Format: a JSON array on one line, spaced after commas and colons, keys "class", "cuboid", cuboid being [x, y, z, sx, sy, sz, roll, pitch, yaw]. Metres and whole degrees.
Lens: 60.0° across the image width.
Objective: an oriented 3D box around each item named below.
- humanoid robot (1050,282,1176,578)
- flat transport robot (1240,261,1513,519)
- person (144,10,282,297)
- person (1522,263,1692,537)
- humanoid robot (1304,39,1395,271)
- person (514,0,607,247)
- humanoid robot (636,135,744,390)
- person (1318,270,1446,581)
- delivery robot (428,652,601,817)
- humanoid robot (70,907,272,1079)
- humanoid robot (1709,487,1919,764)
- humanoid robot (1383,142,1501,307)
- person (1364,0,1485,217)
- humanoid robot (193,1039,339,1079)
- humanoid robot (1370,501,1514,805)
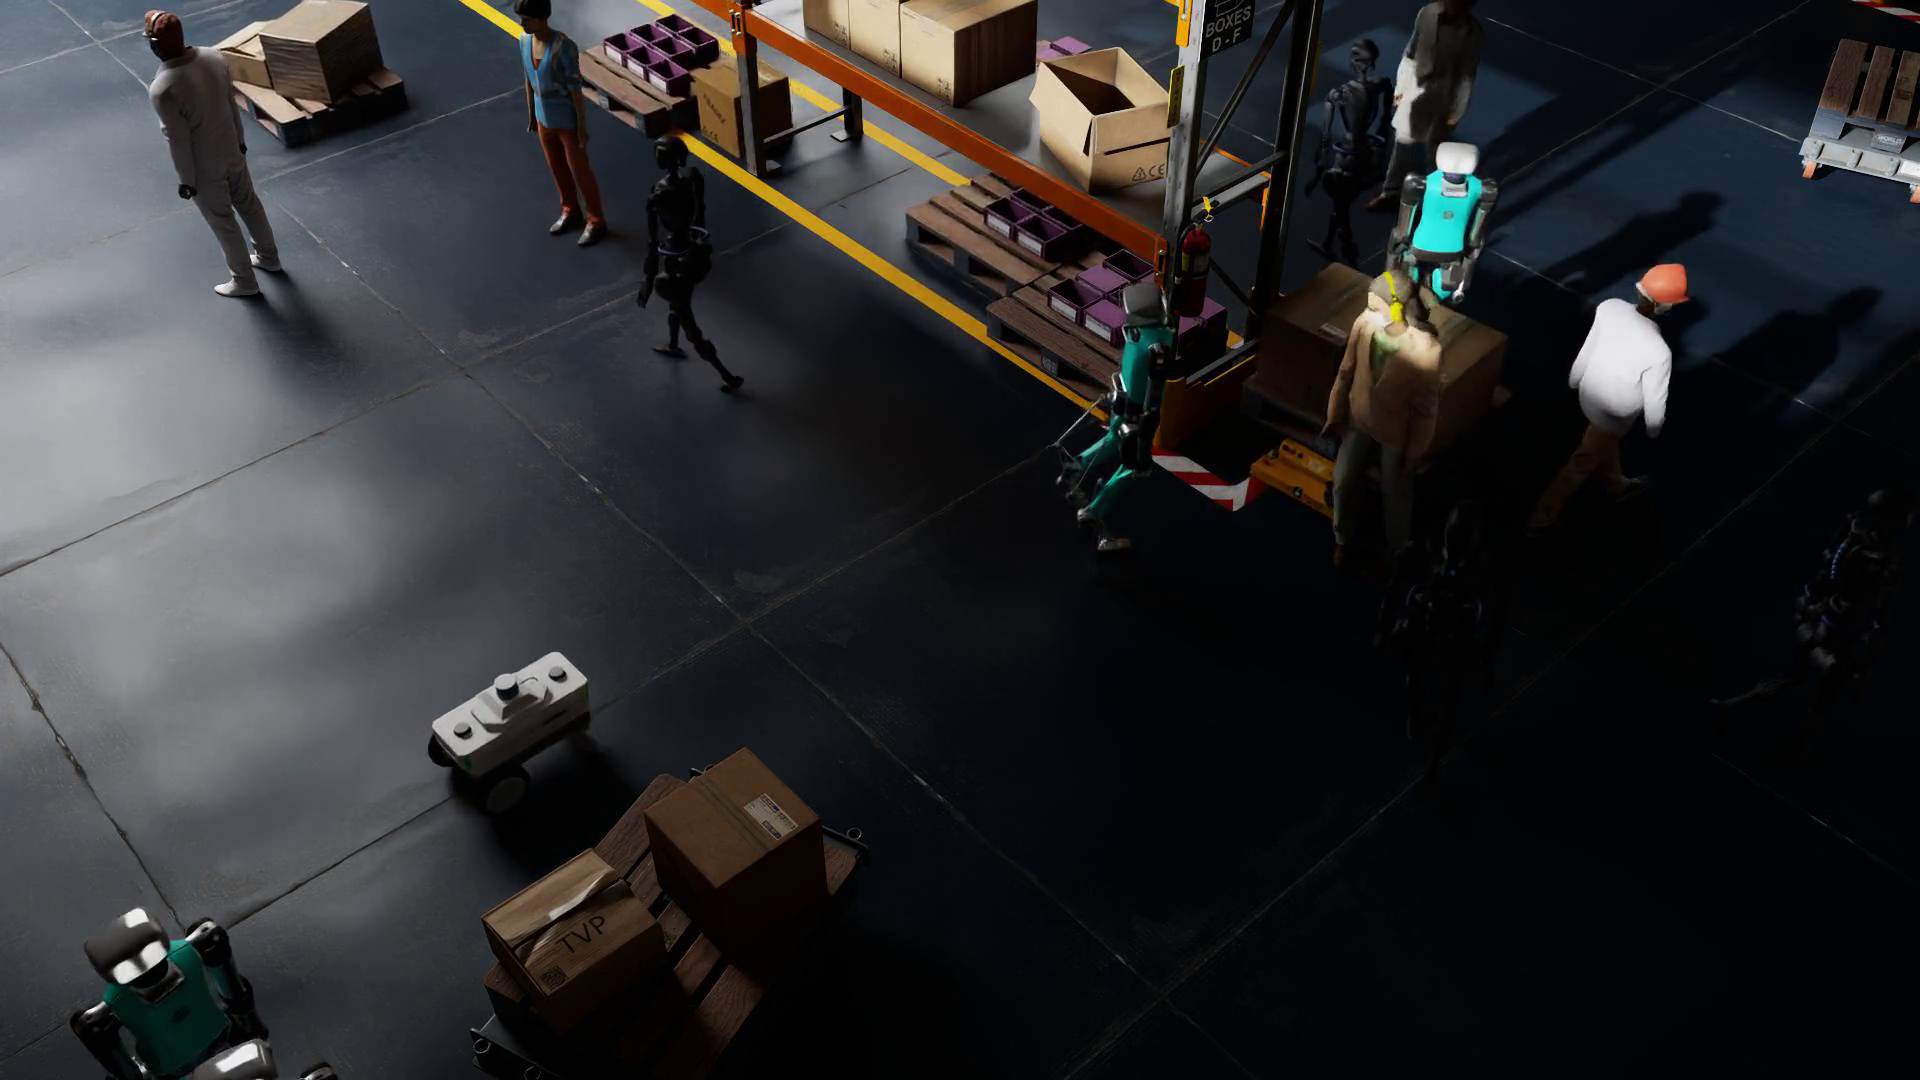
[{"class": "humanoid robot", "cuboid": [0.736, -0.502, 8.611, 0.674, 1.874, 0.552, -5, 43, -6]}, {"class": "flat transport robot", "cuboid": [2.399, -0.638, 9.789, 0.659, 0.231, 1.431, 32, 52, 30]}, {"class": "person", "cuboid": [-4.770, -2.431, 10.530, 0.406, 1.905, 0.650, 11, 44, 12]}, {"class": "person", "cuboid": [3.526, -0.733, 8.832, 0.859, 1.701, 0.574, -8, 43, -9]}, {"class": "humanoid robot", "cuboid": [2.561, -2.401, 10.716, 0.589, 1.634, 0.766, -20, 46, -20]}, {"class": "person", "cuboid": [-2.675, -2.804, 11.047, 0.503, 1.757, 0.336, 23, 47, 23]}, {"class": "humanoid robot", "cuboid": [-1.659, -1.641, 9.894, 0.791, 1.644, 0.593, 19, 46, 20]}, {"class": "person", "cuboid": [2.169, -0.584, 8.573, 0.429, 1.849, 0.568, -33, 52, -30]}, {"class": "delivery robot", "cuboid": [-2.126, 0.888, 7.912, 0.757, 0.586, 0.518, -32, 52, -30]}, {"class": "humanoid robot", "cuboid": [-2.839, 1.843, 6.023, 0.695, 1.803, 0.530, 28, 49, 27]}, {"class": "humanoid robot", "cuboid": [3.928, 0.422, 7.602, 0.560, 1.636, 0.585, -1, 43, -2]}, {"class": "humanoid robot", "cuboid": [2.731, -1.618, 9.785, 0.530, 1.800, 0.754, 4, 43, 5]}, {"class": "person", "cuboid": [3.172, -2.970, 11.193, 0.390, 1.814, 0.564, -32, 51, -30]}, {"class": "humanoid robot", "cuboid": [-2.301, 2.171, 5.667, 0.546, 1.822, 0.673, -28, 50, -27]}, {"class": "humanoid robot", "cuboid": [2.176, 0.464, 7.568, 0.584, 1.629, 0.724, 15, 45, 16]}]
